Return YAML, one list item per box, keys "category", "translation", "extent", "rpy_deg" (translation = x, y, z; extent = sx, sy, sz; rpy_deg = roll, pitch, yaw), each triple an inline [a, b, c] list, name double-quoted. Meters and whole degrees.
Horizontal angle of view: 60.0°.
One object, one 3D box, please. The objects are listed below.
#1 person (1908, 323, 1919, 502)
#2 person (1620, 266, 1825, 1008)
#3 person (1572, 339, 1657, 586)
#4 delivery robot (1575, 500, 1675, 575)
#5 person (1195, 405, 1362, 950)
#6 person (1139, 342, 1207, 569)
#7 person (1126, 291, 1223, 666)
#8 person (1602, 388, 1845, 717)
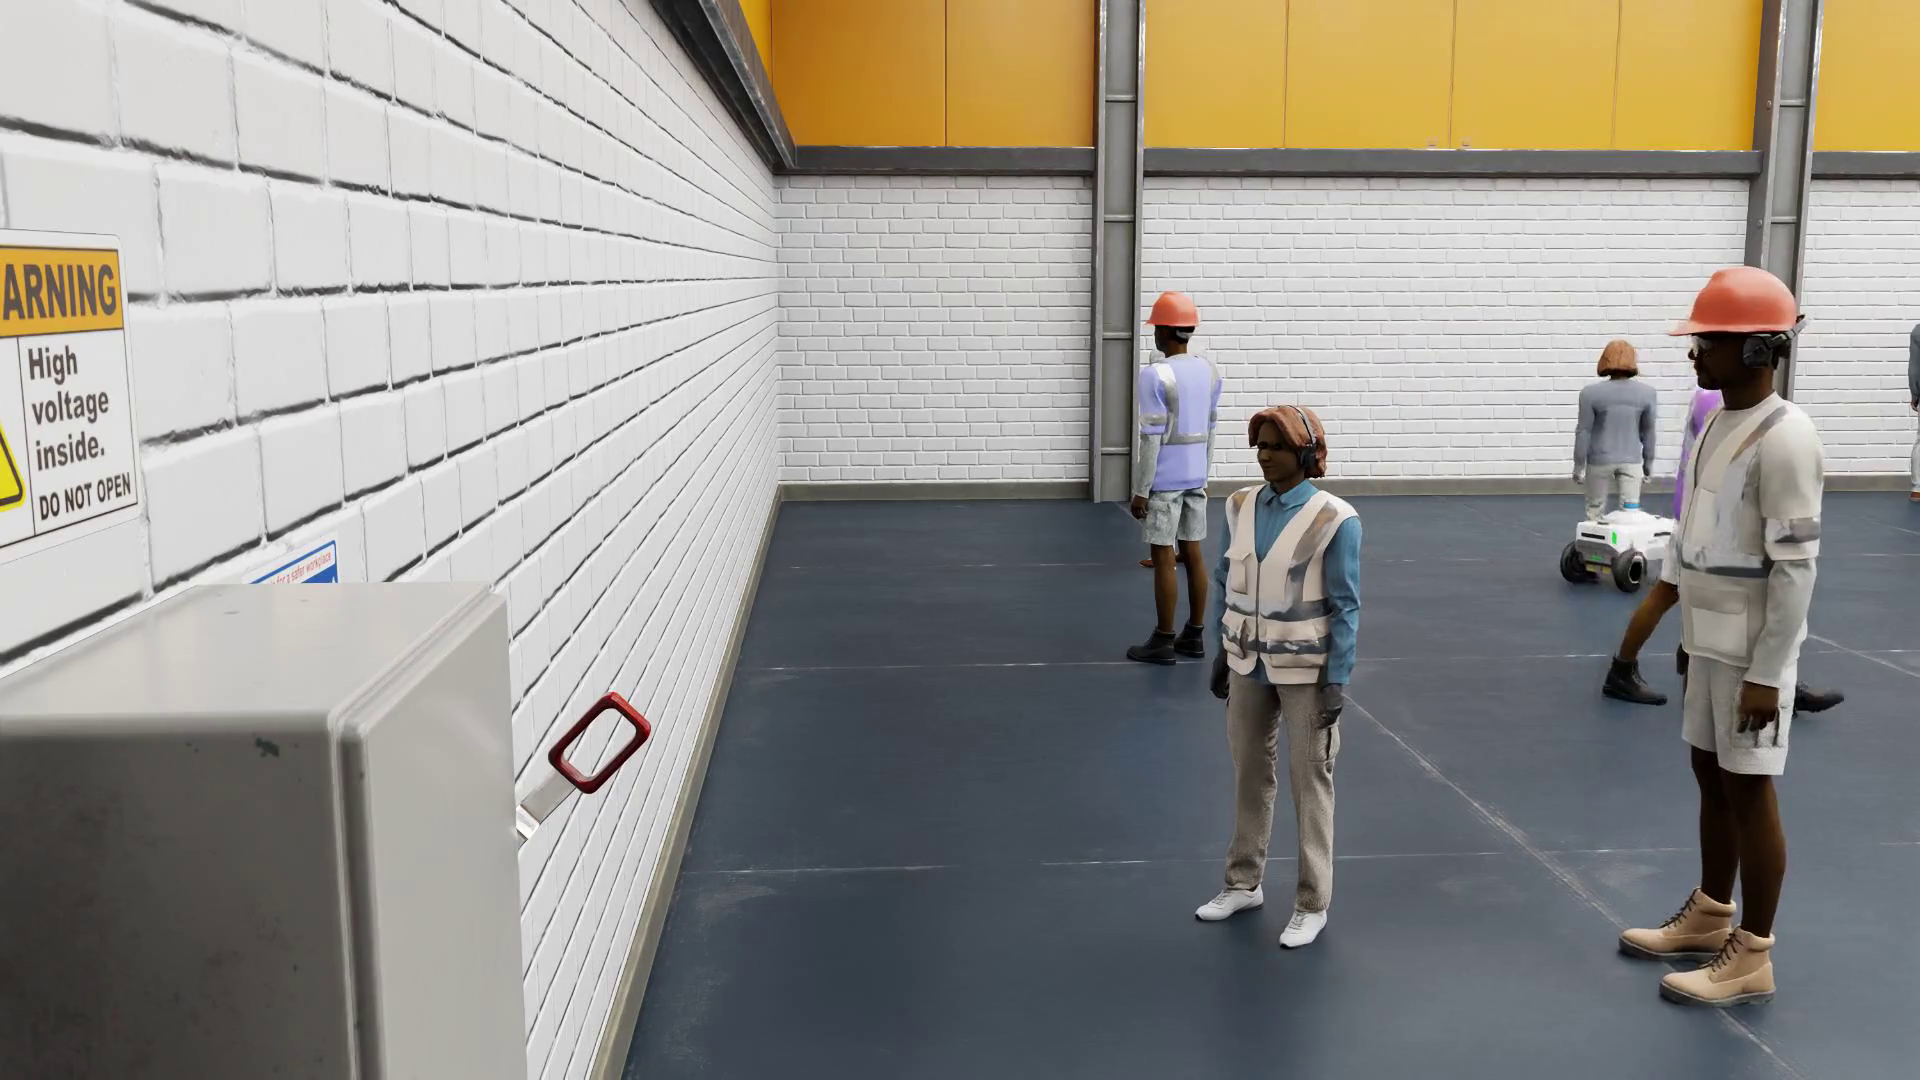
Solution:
- category: "person"
  translation: [8.715, -1.280, 14.717]
  extent: [0.368, 1.939, 0.632]
  rpy_deg: [-6, 11, -32]
- category: "person"
  translation: [2.123, 0.276, 4.623]
  extent: [0.398, 2.042, 0.620]
  rpy_deg: [1, 9, 5]
- category: "person"
  translation: [4.250, -0.492, 10.787]
  extent: [0.517, 1.614, 0.684]
  rpy_deg: [1, 9, 5]
- category: "delivery robot"
  translation: [4.366, -0.023, 10.860]
  extent: [0.707, 0.478, 0.477]
  rpy_deg: [-6, 11, -31]
- category: "person"
  translation: [0.977, 0.406, 5.068]
  extent: [0.308, 1.640, 0.510]
  rpy_deg: [-8, 12, -43]
- category: "person"
  translation: [1.469, -0.728, 11.466]
  extent: [0.513, 1.872, 0.328]
  rpy_deg: [-7, 11, -37]
- category: "person"
  translation: [1.103, -0.318, 8.665]
  extent: [0.545, 1.942, 0.349]
  rpy_deg: [-8, 12, -40]
- category: "person"
  translation: [3.506, -0.117, 7.640]
  extent: [1.048, 1.868, 0.580]
  rpy_deg: [6, 11, 34]
